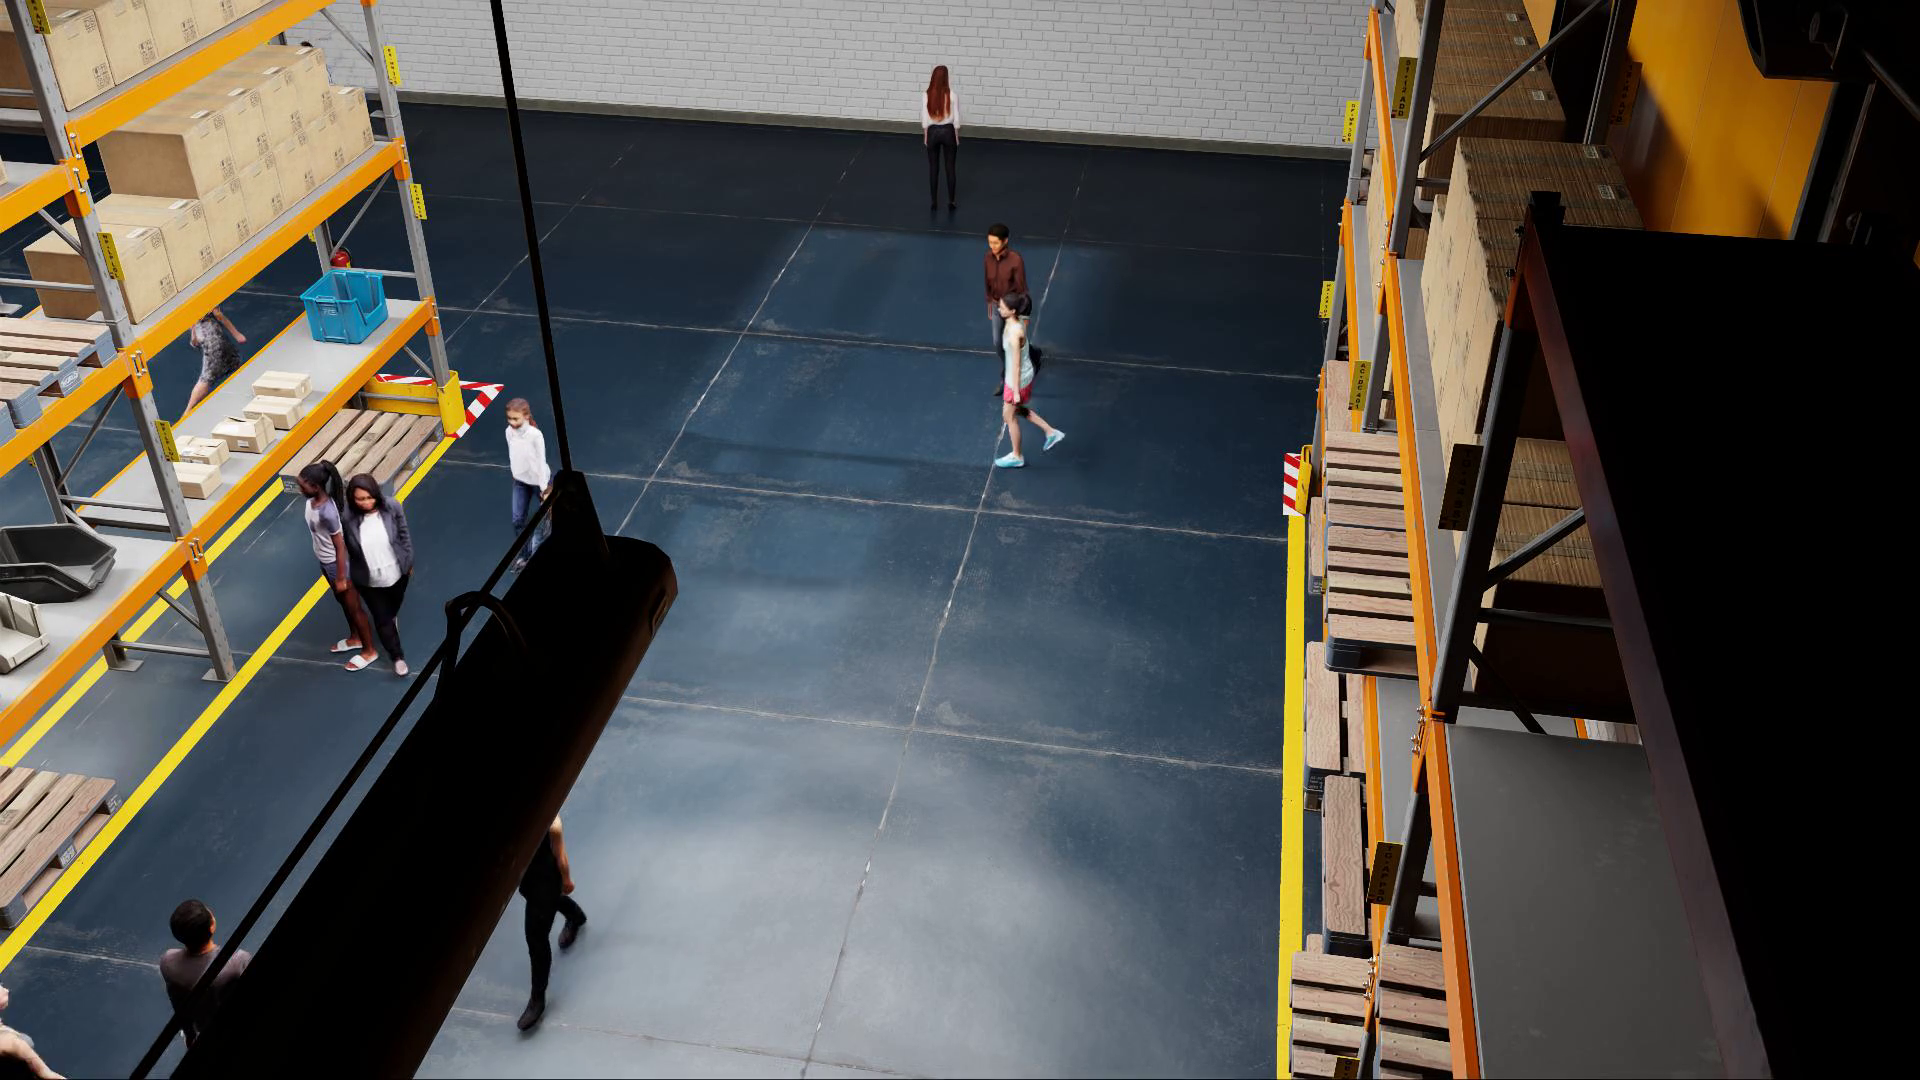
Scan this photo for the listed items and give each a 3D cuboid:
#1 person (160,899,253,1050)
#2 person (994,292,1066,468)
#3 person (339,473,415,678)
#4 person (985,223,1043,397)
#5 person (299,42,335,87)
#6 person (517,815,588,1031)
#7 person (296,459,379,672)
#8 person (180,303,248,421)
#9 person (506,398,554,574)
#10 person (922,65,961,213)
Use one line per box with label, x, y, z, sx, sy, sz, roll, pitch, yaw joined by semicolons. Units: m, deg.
person;-3.838;2.627;8.646;0.757;1.750;0.667;6;34;8
person;0.581;-1.401;14.714;0.740;1.740;0.831;4;34;5
person;-4.366;0.173;12.497;1.085;1.574;1.168;-19;38;-26
person;0.515;-2.238;15.963;0.939;1.752;1.060;21;39;28
person;-7.723;-5.199;20.336;0.777;1.843;1.072;11;35;16
person;-2.459;1.937;9.777;0.733;1.647;1.178;11;35;16
person;-4.630;0.172;12.356;0.756;1.732;0.701;-22;40;-30
person;-7.016;-1.801;15.389;1.190;1.659;1.048;-26;42;-33
person;-3.434;-0.526;13.585;0.570;1.533;0.823;8;34;11
person;-0.224;-4.760;19.751;0.617;1.759;0.521;2;34;3
